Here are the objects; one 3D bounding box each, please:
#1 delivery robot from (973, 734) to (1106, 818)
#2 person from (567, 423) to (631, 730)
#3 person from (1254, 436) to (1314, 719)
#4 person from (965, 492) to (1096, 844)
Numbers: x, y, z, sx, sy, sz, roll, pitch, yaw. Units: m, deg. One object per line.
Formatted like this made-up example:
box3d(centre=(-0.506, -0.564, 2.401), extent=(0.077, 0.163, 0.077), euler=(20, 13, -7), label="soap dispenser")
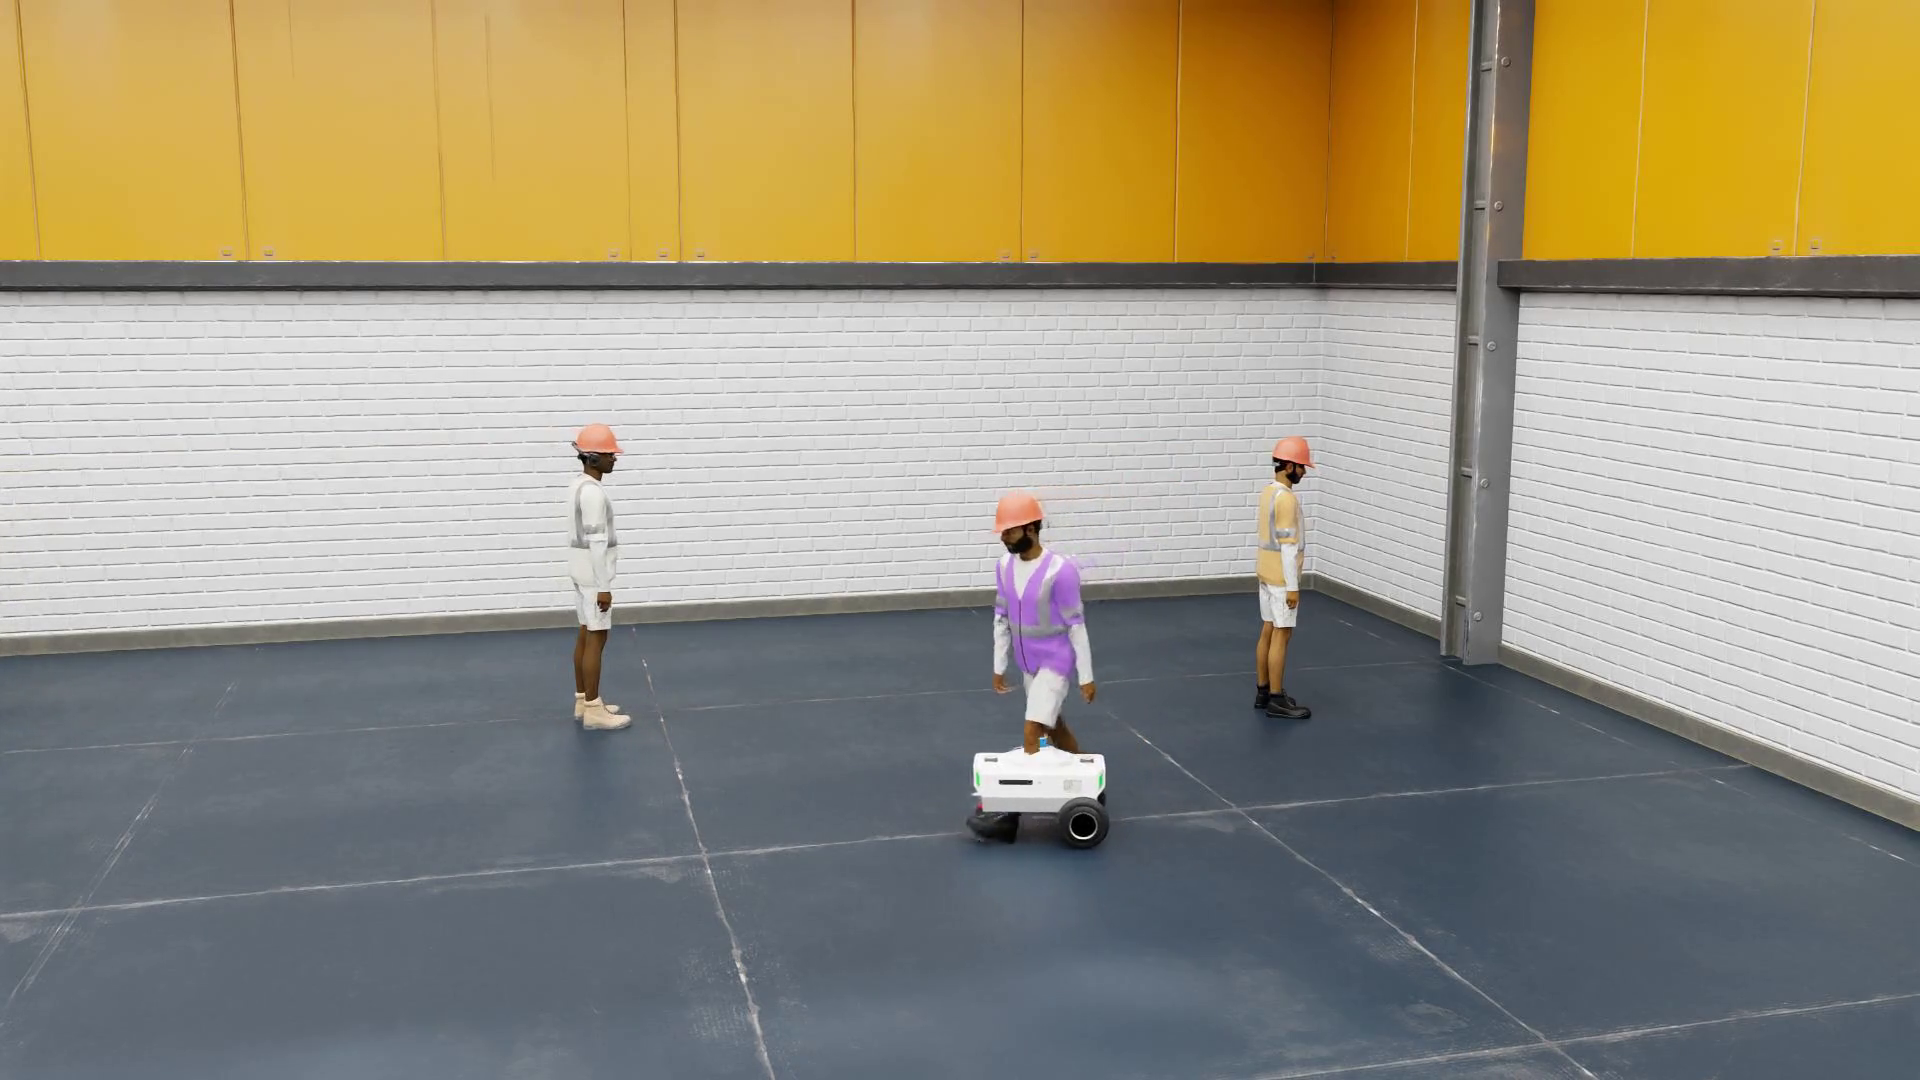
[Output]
box3d(centre=(0.422, 1.283, 8.943), extent=(0.707, 0.478, 0.477), euler=(0, 9, 2), label="delivery robot")
box3d(centre=(-2.416, 0.238, 11.132), extent=(0.391, 2.040, 0.615), euler=(-4, 10, -22), label="person")
box3d(centre=(2.222, 0.252, 11.392), extent=(0.366, 1.930, 0.542), euler=(-1, 9, -6), label="person")
box3d(centre=(0.450, 0.666, 8.981), extent=(1.021, 1.874, 0.586), euler=(-7, 12, -38), label="person")
